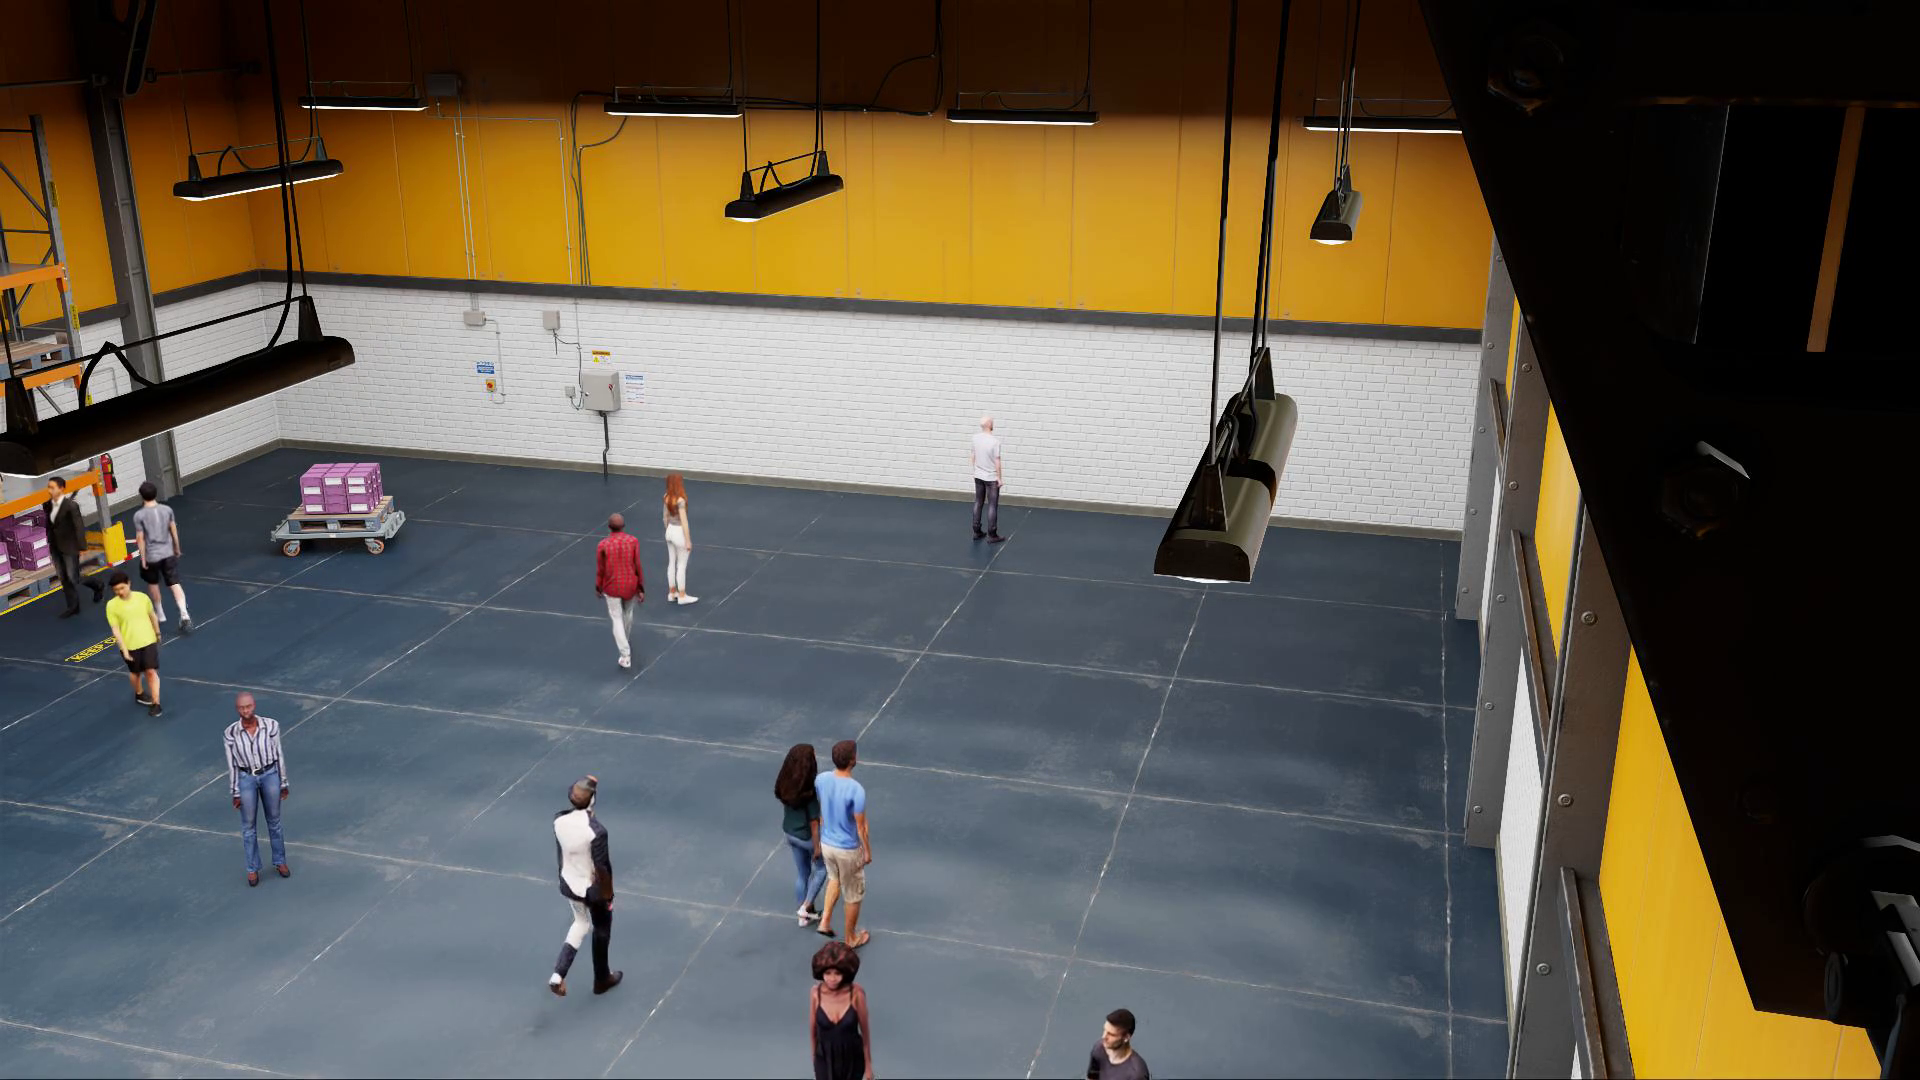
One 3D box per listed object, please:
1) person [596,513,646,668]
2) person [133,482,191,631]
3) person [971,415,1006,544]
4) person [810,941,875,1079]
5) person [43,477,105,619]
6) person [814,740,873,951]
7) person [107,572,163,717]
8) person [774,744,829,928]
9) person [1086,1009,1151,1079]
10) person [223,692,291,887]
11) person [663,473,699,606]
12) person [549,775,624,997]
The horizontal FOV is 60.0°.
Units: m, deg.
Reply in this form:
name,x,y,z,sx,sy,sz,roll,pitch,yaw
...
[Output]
name,x,y,z,sx,sy,sz,roll,pitch,yaw
person,-3.930,0.604,19.287,1.149,1.774,1.321,-7,20,-19
person,-9.745,0.217,20.329,1.195,1.844,1.118,-17,25,-41
person,0.374,-0.881,23.607,0.751,1.832,0.737,15,24,38
person,-0.776,3.410,11.005,0.806,1.743,1.139,-1,19,-4
person,-11.159,0.061,20.874,0.725,1.791,0.889,7,20,19
person,-1.006,2.511,13.501,0.779,1.853,0.827,12,22,32
person,-8.923,1.089,18.039,1.046,1.653,1.080,-17,25,-40
person,-1.368,2.506,13.914,0.688,1.599,0.704,15,24,38
person,1.056,3.664,10.301,1.220,1.711,1.155,-11,21,-29
person,-6.177,2.161,14.634,0.705,1.794,0.767,-11,21,-29
person,-3.619,-0.031,21.251,0.672,1.724,0.674,17,25,42
person,-2.941,2.721,12.832,0.845,1.883,1.004,11,21,29
